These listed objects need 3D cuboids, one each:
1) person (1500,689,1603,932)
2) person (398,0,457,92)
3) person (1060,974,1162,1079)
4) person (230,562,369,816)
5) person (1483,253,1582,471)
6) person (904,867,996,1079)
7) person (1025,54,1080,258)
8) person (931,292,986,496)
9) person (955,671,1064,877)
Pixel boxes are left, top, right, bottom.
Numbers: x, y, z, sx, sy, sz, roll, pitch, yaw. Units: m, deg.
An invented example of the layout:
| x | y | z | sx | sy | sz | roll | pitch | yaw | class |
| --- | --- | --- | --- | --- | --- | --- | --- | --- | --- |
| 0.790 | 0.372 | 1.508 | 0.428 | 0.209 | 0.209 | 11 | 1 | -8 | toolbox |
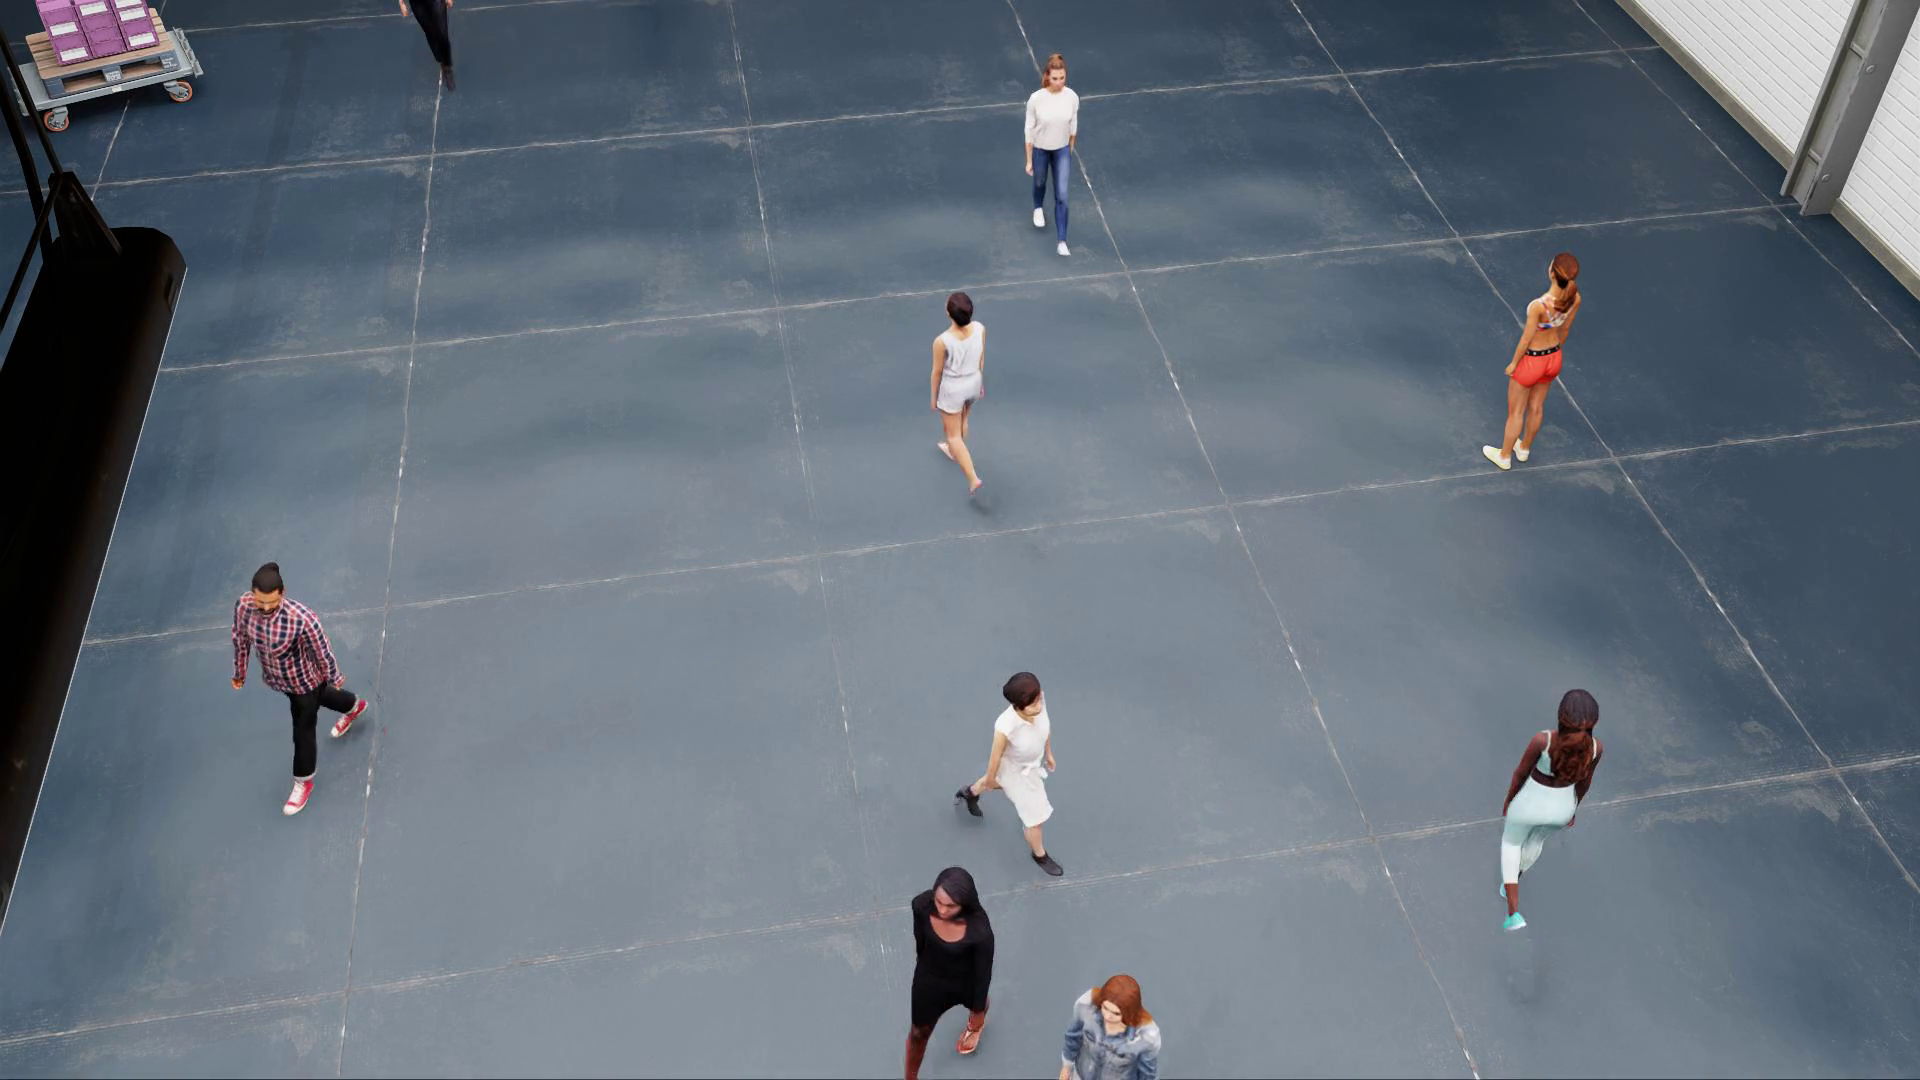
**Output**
| x | y | z | sx | sy | sz | roll | pitch | yaw | class |
| --- | --- | --- | --- | --- | --- | --- | --- | --- | --- |
| 3.164 | 1.506 | 8.997 | 0.729 | 1.708 | 0.953 | 6 | 44 | 7 | person |
| -5.144 | -5.248 | 16.069 | 0.677 | 1.730 | 0.691 | -5 | 44 | -5 | person |
| 0.743 | 2.500 | 7.970 | 1.028 | 1.684 | 1.082 | 25 | 49 | 24 | person |
| -3.880 | 0.726 | 9.793 | 1.140 | 1.738 | 1.272 | 20 | 47 | 20 | person |
| 4.110 | -1.261 | 11.840 | 0.617 | 1.791 | 0.618 | -15 | 46 | -16 | person |
| 0.016 | 2.124 | 8.364 | 1.017 | 1.685 | 1.132 | 21 | 47 | 20 | person |
| 0.733 | -3.303 | 14.072 | 0.685 | 1.670 | 1.132 | -3 | 44 | -3 | person |
| 0.025 | -1.030 | 11.748 | 0.780 | 1.584 | 1.039 | -21 | 48 | -21 | person |
| 0.264 | 1.241 | 9.413 | 1.023 | 1.517 | 0.998 | 23 | 48 | 23 | person |
